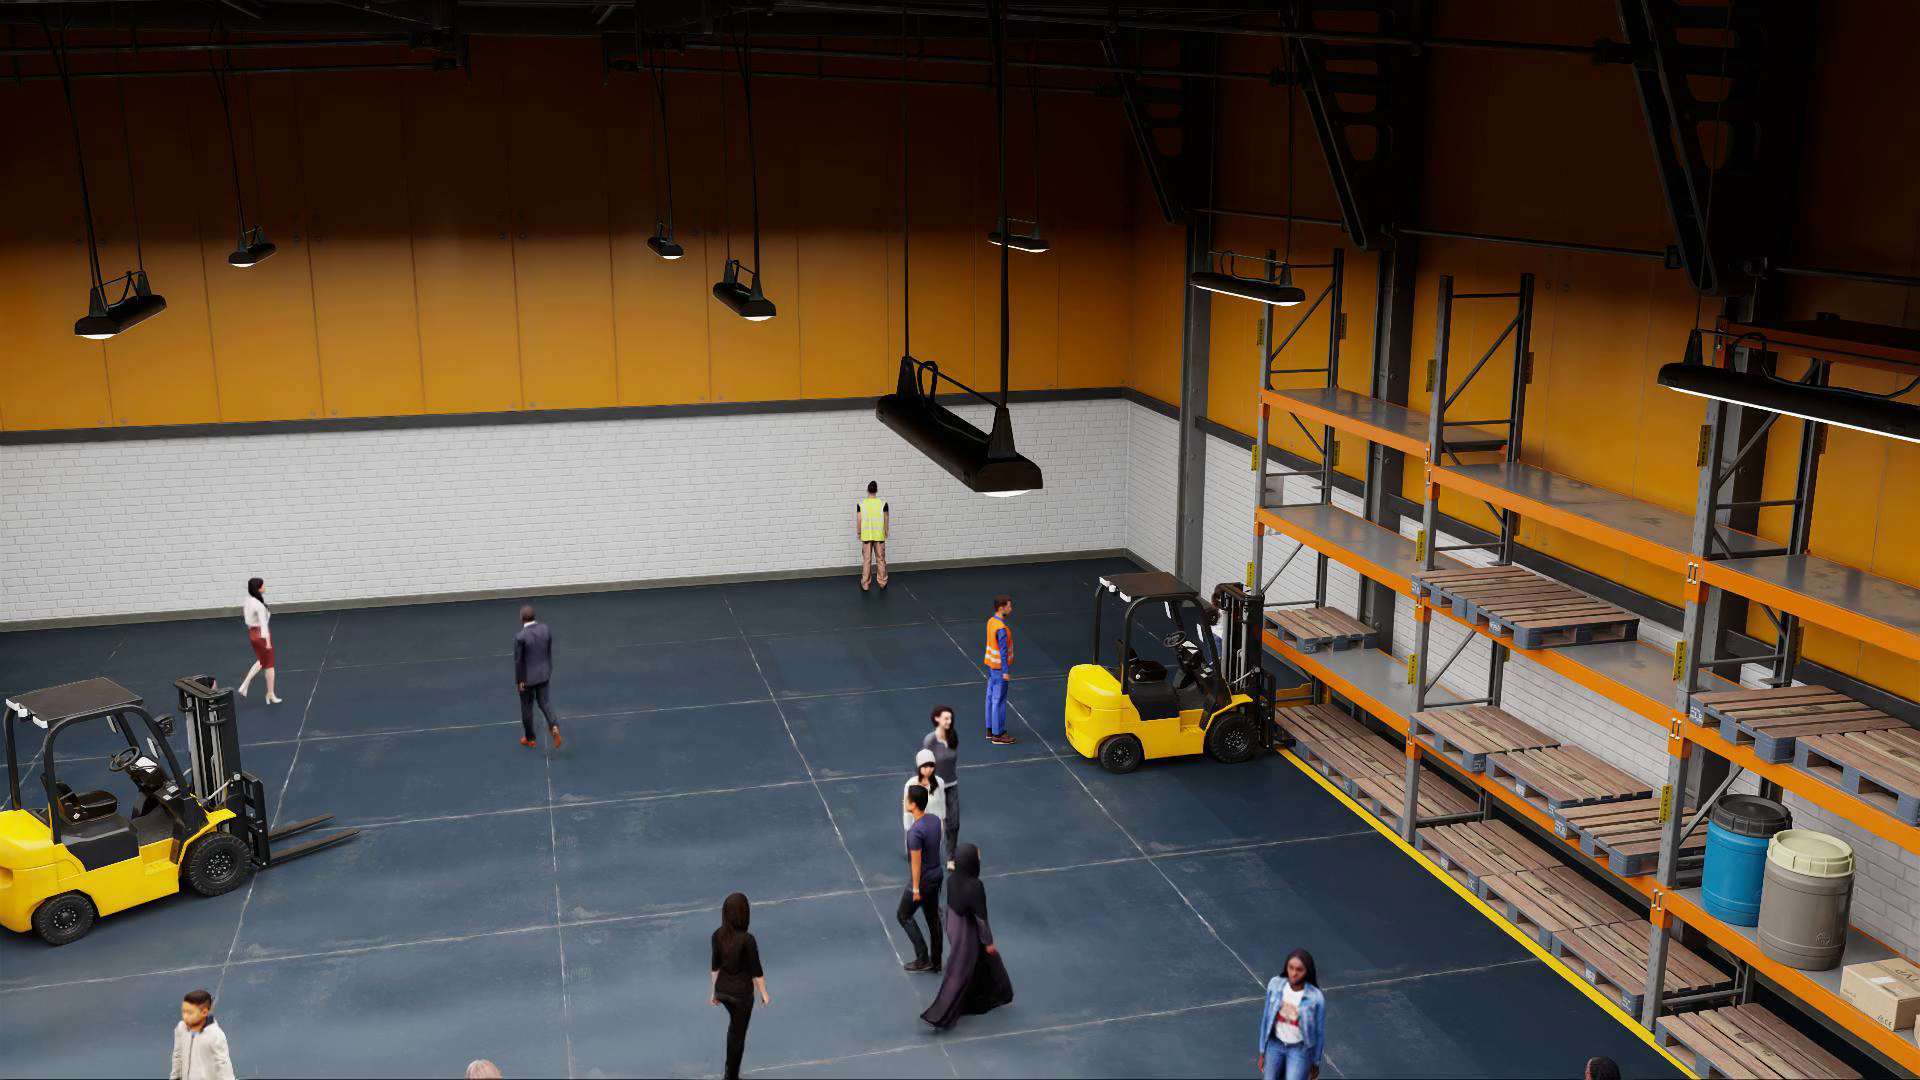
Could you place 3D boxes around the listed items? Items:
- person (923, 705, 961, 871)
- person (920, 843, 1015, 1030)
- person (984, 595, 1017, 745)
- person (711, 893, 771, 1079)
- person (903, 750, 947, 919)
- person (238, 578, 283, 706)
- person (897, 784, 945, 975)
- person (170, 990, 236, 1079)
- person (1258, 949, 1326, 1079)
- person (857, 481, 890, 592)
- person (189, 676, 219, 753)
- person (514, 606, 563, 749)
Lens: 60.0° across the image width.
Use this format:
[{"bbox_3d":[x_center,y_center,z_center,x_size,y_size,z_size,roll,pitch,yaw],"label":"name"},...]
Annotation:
[{"bbox_3d":[-0.259,2.525,16.962,0.870,1.751,1.056,-12,18,-40],"label":"person"},{"bbox_3d":[-0.005,3.326,13.961,0.822,1.605,1.126,-7,15,-26],"label":"person"},{"bbox_3d":[0.475,1.587,20.608,0.734,1.858,0.518,-4,14,-14],"label":"person"},{"bbox_3d":[-1.791,3.567,12.924,0.691,1.626,0.753,8,16,30],"label":"person"},{"bbox_3d":[-0.358,2.792,16.153,0.650,1.613,1.000,-2,14,-7],"label":"person"},{"bbox_3d":[-9.244,1.354,21.821,0.849,1.739,0.885,12,18,40],"label":"person"},{"bbox_3d":[-0.236,3.037,14.787,0.815,1.779,0.749,7,15,27],"label":"person"},{"bbox_3d":[-5.390,3.886,11.998,0.724,1.441,0.781,7,15,26],"label":"person"},{"bbox_3d":[2.435,3.731,12.103,0.952,1.694,1.003,8,16,30],"label":"person"},{"bbox_3d":[-1.439,-0.081,27.518,0.725,1.846,0.737,-2,14,-8],"label":"person"},{"bbox_3d":[-8.293,2.291,18.084,0.731,1.677,0.594,-6,15,-24],"label":"person"},{"bbox_3d":[-5.141,1.698,20.262,0.942,1.803,1.074,-12,18,-42],"label":"person"}]
